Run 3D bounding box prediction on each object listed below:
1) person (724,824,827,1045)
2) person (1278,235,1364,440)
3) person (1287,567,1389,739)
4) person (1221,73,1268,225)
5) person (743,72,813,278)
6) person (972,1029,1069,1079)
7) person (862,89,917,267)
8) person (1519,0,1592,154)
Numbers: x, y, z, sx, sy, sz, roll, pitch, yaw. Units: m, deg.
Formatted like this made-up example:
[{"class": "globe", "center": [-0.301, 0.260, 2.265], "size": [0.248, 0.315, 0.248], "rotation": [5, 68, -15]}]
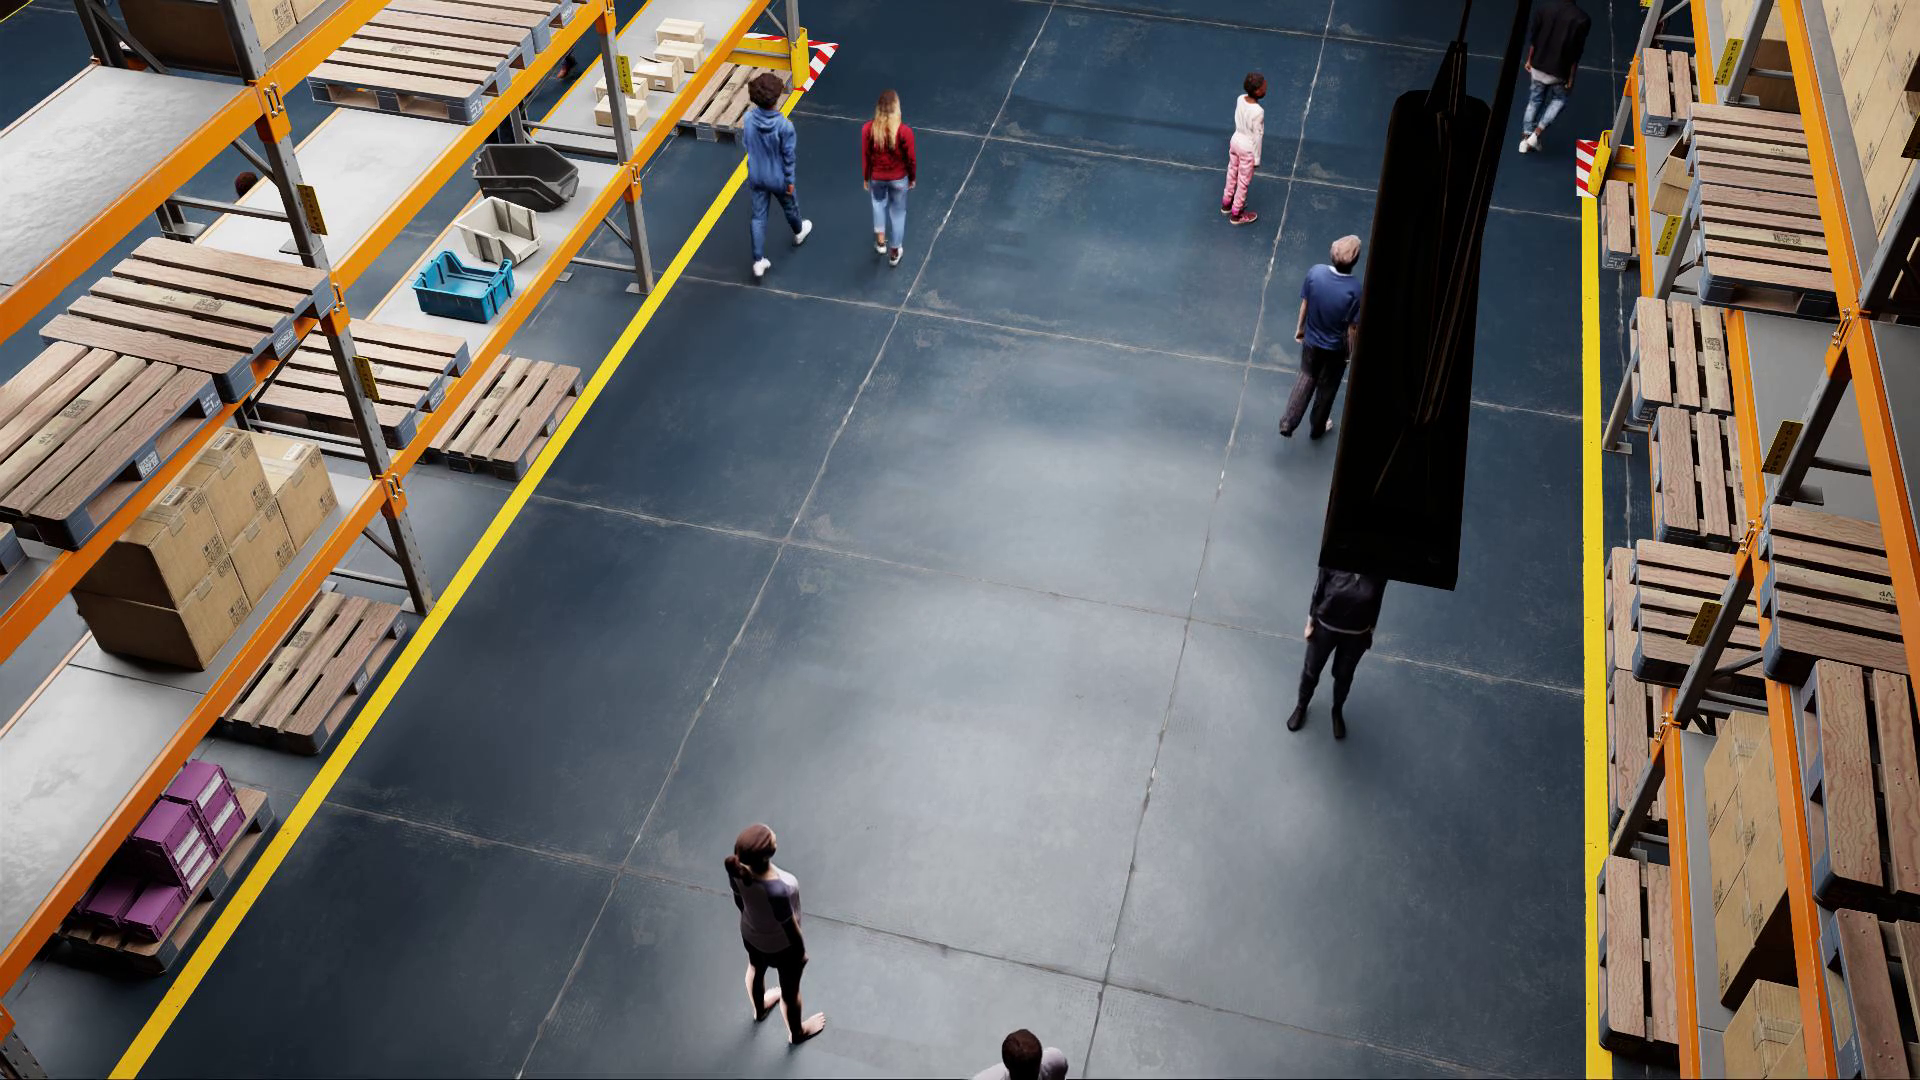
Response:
[{"class": "person", "center": [-1.005, 2.074, 8.793], "size": [0.658, 1.768, 0.680], "rotation": [28, 50, 26]}, {"class": "person", "center": [2.698, -1.437, 12.417], "size": [0.839, 1.852, 0.956], "rotation": [27, 50, 26]}, {"class": "person", "center": [2.381, 0.542, 10.392], "size": [0.577, 1.780, 0.505], "rotation": [9, 44, 9]}, {"class": "person", "center": [2.557, -3.538, 14.917], "size": [0.671, 1.447, 0.598], "rotation": [-18, 46, -18]}, {"class": "person", "center": [-1.661, -3.081, 14.201], "size": [0.744, 1.771, 1.149], "rotation": [14, 45, 15]}, {"class": "person", "center": [0.233, 2.797, 7.985], "size": [0.852, 1.836, 0.905], "rotation": [-13, 45, -14]}, {"class": "person", "center": [-0.627, -3.072, 14.304], "size": [0.649, 1.618, 0.640], "rotation": [4, 44, 5]}, {"class": "person", "center": [5.509, -4.414, 15.581], "size": [0.819, 1.799, 0.829], "rotation": [32, 52, 29]}]
